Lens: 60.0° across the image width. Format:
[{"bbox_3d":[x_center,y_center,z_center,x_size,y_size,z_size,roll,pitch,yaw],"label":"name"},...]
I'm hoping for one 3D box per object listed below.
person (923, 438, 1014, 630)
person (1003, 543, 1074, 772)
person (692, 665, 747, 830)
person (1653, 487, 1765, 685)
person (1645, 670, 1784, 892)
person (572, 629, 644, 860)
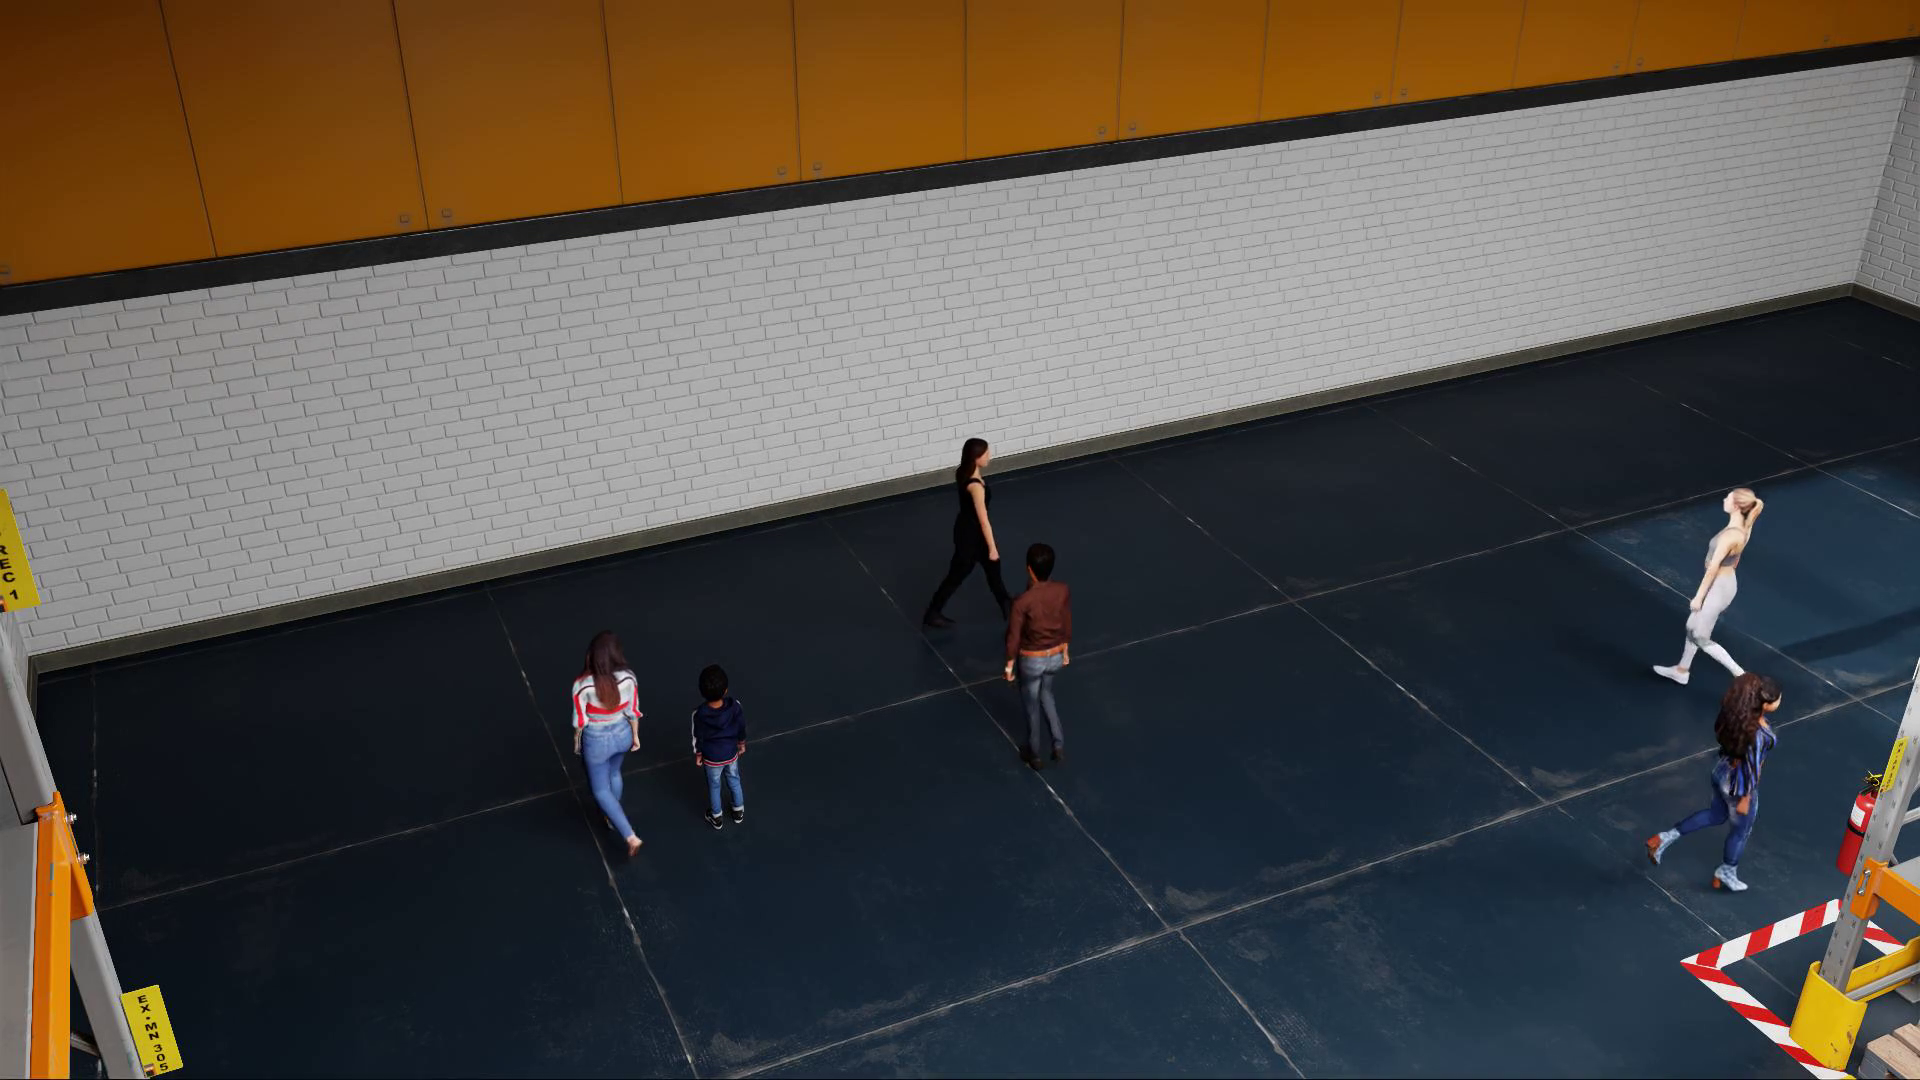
[{"bbox_3d":[0.017,0.009,12.941,0.880,1.640,1.142,-4,29,-8],"label":"person"},{"bbox_3d":[0.588,0.848,11.265,0.692,1.774,0.714,-15,32,-25],"label":"person"},{"bbox_3d":[-1.581,1.357,10.910,0.522,1.221,0.493,-11,30,-19],"label":"person"},{"bbox_3d":[5.593,0.422,12.139,1.051,1.684,0.848,21,35,34],"label":"person"},{"bbox_3d":[4.697,1.502,10.243,0.939,1.604,0.955,3,29,6],"label":"person"},{"bbox_3d":[-2.221,1.321,10.599,0.695,1.581,1.016,-20,34,-32],"label":"person"}]
